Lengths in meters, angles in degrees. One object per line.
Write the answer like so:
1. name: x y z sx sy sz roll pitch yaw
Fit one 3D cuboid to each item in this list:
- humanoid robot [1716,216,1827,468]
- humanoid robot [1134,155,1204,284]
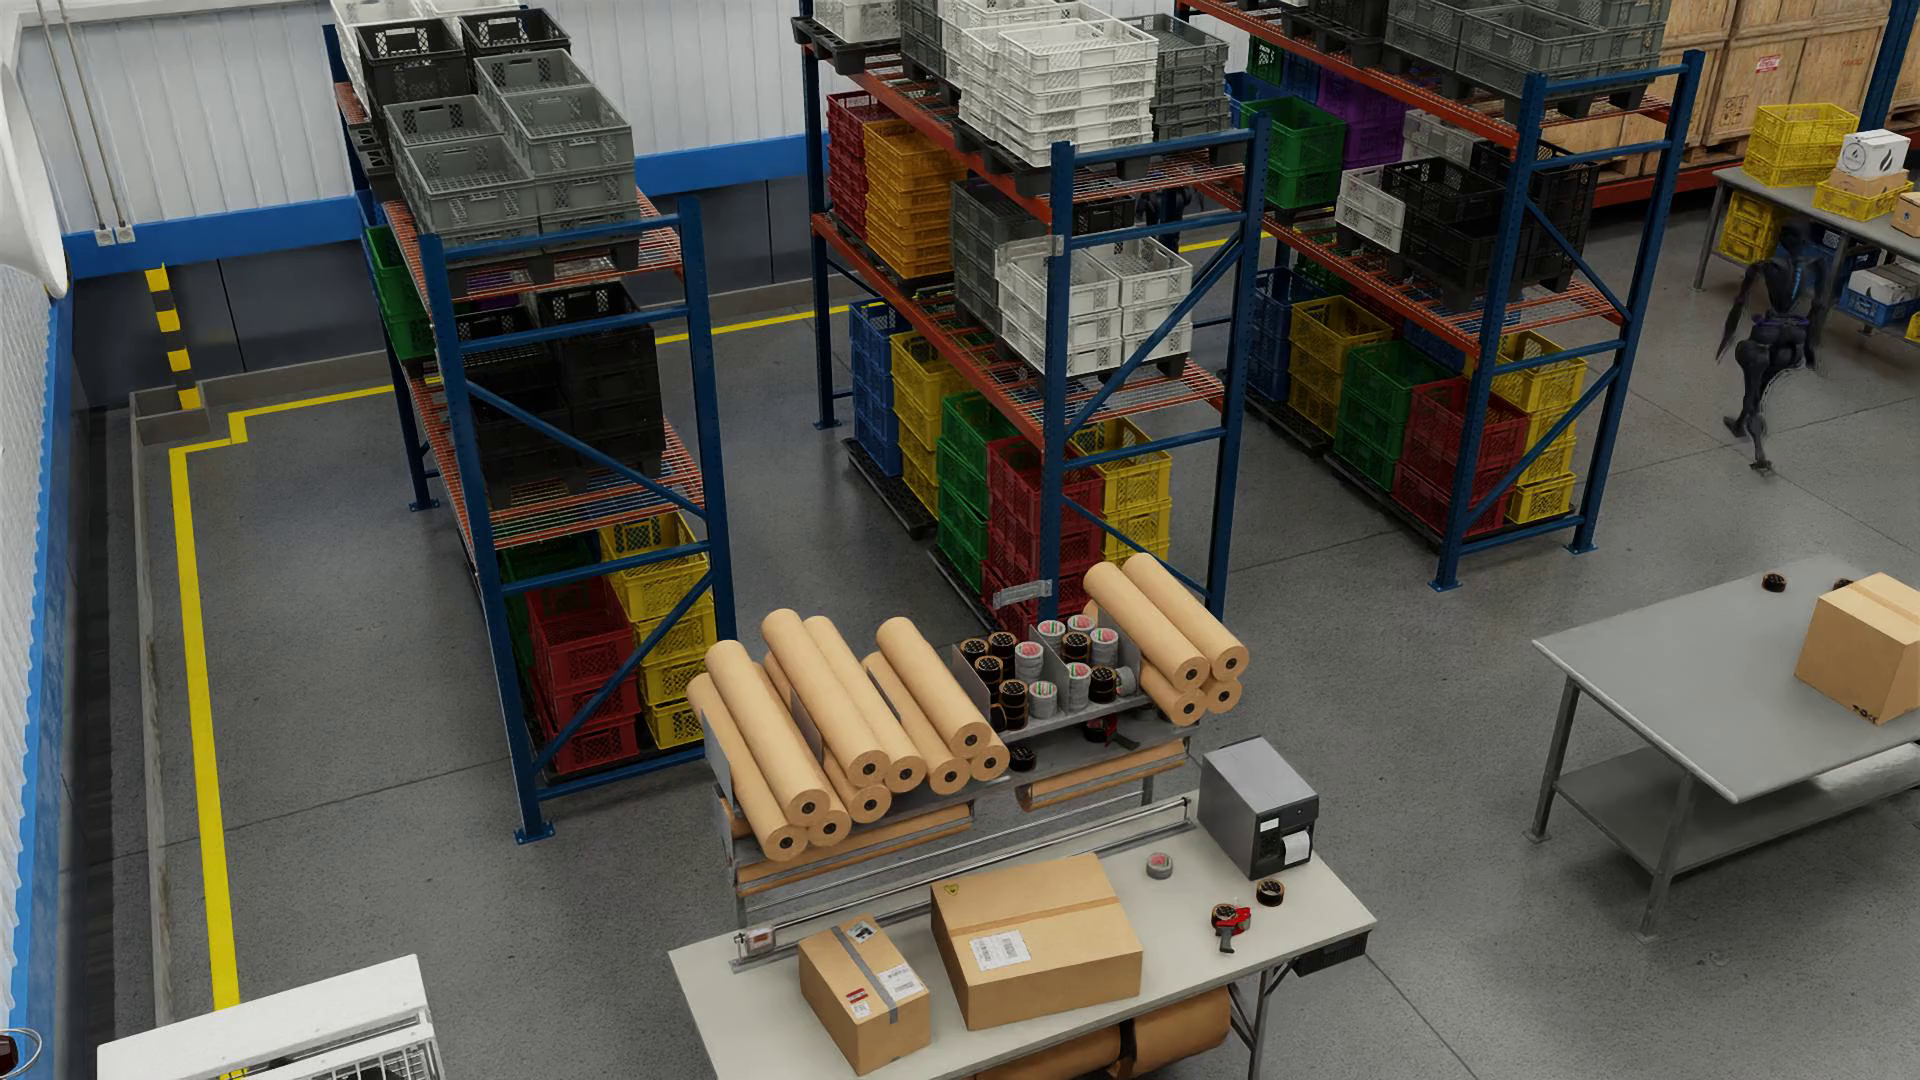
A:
1. humanoid robot: 5.287 -1.277 10.772 0.599 1.646 0.774 -3 32 -4
2. humanoid robot: 1.641 -2.754 13.084 0.586 1.660 0.331 -13 34 -21
